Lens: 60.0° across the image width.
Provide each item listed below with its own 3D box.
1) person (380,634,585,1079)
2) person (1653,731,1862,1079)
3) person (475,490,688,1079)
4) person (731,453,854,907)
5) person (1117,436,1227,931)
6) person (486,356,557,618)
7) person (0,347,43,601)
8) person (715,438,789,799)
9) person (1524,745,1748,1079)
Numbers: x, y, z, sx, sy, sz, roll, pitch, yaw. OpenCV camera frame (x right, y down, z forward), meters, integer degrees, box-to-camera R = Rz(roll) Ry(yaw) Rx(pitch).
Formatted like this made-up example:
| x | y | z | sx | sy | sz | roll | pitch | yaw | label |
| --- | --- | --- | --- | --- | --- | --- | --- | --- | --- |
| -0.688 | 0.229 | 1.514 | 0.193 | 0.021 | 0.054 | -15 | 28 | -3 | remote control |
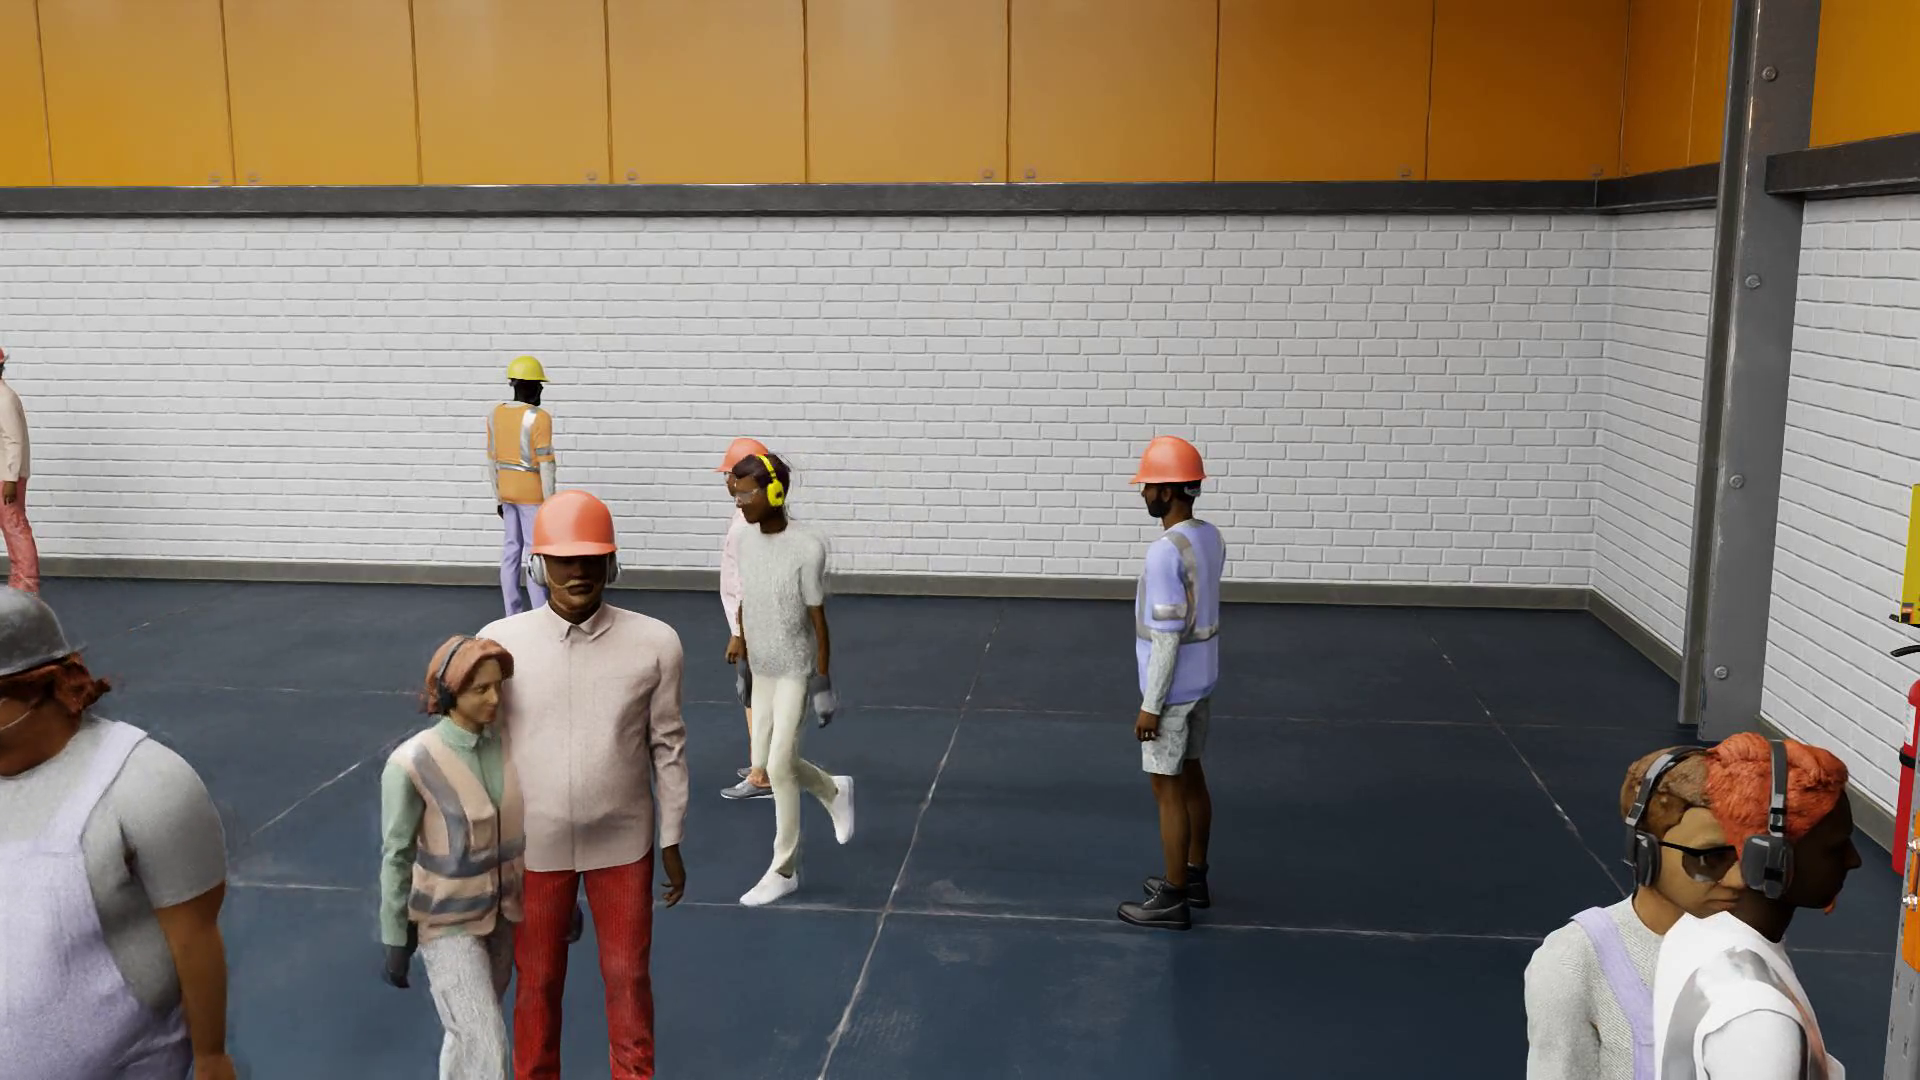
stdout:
| x | y | z | sx | sy | sz | roll | pitch | yaw | label |
| --- | --- | --- | --- | --- | --- | --- | --- | --- | --- |
| -1.253 | 1.061 | 4.543 | 0.722 | 1.608 | 0.540 | 6 | 12 | 31 | person |
| 1.262 | 1.237 | 2.776 | 0.340 | 1.882 | 0.585 | 2 | 10 | 10 | person |
| -1.067 | 0.847 | 4.685 | 0.608 | 1.997 | 0.374 | -2 | 10 | -13 | person |
| -0.676 | 0.537 | 6.917 | 0.529 | 1.845 | 0.738 | 8 | 13 | 39 | person |
| 0.819 | 0.557 | 6.525 | 0.363 | 1.934 | 0.552 | 5 | 11 | 28 | person |
| -3.003 | -0.309 | 11.513 | 0.589 | 1.924 | 0.383 | 6 | 12 | 32 | person |
| -7.088 | -0.481 | 12.302 | 0.394 | 1.990 | 0.618 | -8 | 12 | -37 | person |
| -1.011 | 0.377 | 8.070 | 0.327 | 1.753 | 0.563 | 2 | 10 | 10 | person |
| 1.180 | 1.244 | 2.848 | 0.508 | 1.846 | 0.345 | -5 | 11 | -24 | person |
